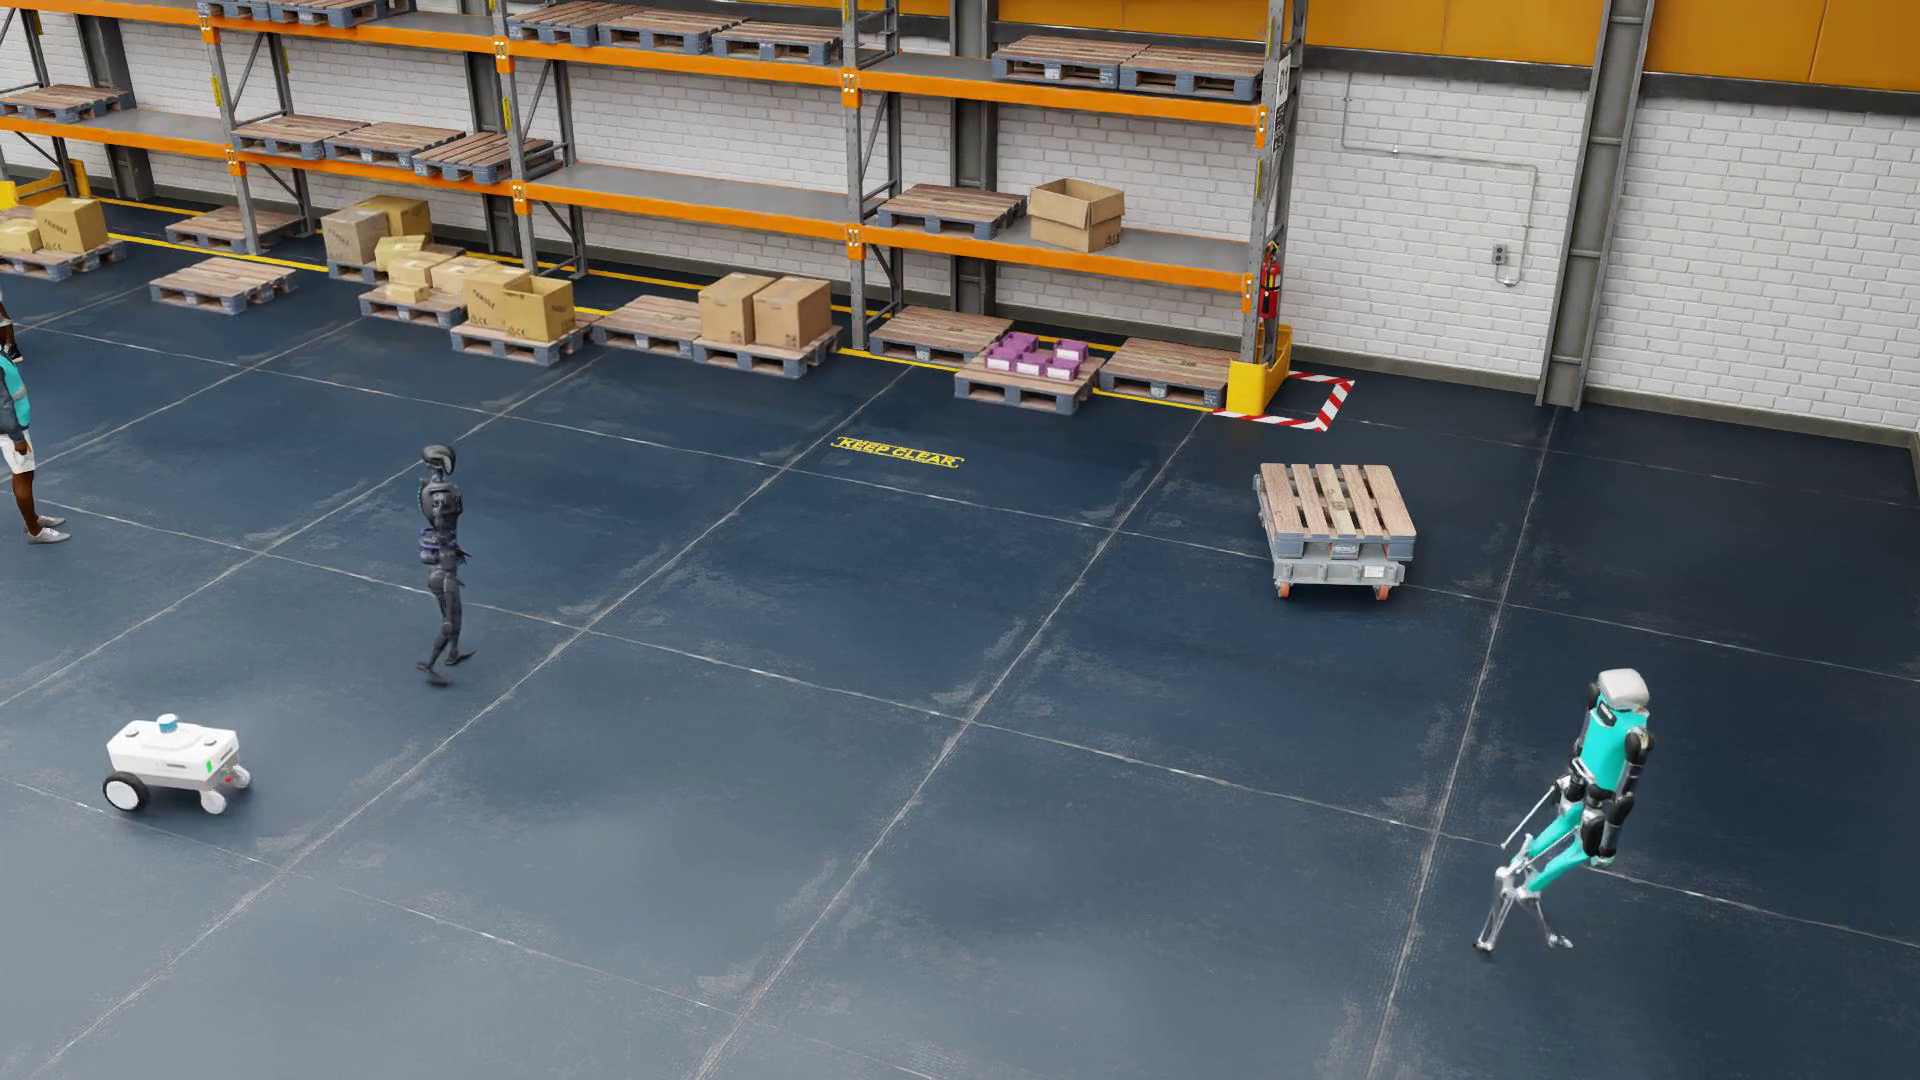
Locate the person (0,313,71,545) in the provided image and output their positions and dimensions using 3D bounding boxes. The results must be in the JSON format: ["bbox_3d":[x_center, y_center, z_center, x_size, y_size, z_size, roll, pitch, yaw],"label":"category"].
[{"bbox_3d":[-7.333,-0.886,12.827,0.410,1.939,0.565,-15,31,-27],"label":"person"}]

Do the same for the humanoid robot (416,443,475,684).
[{"bbox_3d":[-3.502,0.140,11.132,0.451,1.647,0.606,-6,28,-12],"label":"humanoid robot"}]

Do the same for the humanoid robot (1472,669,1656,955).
[{"bbox_3d":[2.987,1.495,8.528,0.807,1.845,0.563,-4,28,-8],"label":"humanoid robot"}]

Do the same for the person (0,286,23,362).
[{"bbox_3d":[-9.613,-2.665,16.249,0.611,1.963,0.362,23,35,37],"label":"person"}]

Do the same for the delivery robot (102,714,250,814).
[{"bbox_3d":[-4.727,1.322,10.041,0.756,0.580,0.499,5,28,9],"label":"delivery robot"}]
